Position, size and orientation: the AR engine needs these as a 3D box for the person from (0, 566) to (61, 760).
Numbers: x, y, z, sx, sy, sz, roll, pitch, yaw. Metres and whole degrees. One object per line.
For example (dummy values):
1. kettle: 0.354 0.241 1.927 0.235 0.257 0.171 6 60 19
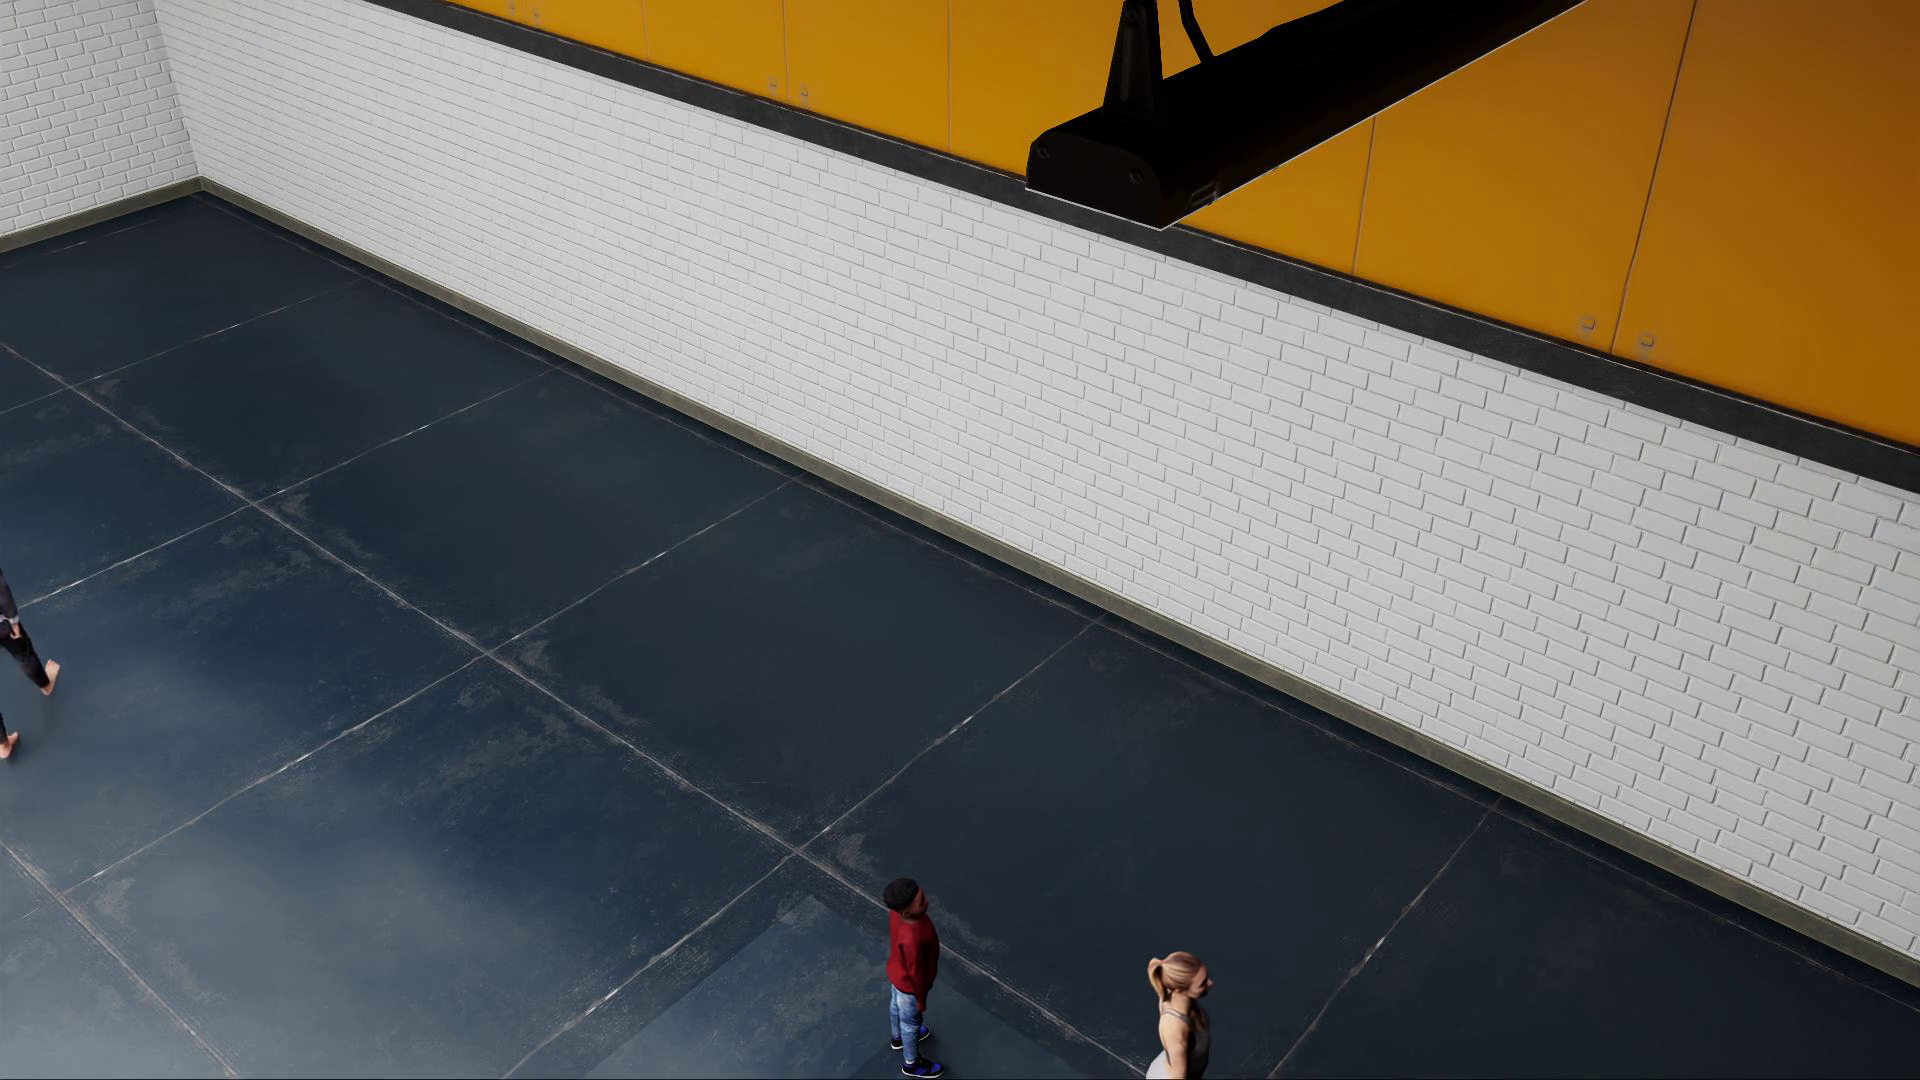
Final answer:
1. person: -6.050 0.562 10.256 1.114 1.720 1.111 -6 34 -10

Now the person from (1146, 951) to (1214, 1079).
1. person: 0.942 2.460 7.416 0.725 1.702 0.644 3 34 4

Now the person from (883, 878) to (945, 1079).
1. person: -0.255 2.153 8.281 0.621 1.256 0.585 -9 35 -14
